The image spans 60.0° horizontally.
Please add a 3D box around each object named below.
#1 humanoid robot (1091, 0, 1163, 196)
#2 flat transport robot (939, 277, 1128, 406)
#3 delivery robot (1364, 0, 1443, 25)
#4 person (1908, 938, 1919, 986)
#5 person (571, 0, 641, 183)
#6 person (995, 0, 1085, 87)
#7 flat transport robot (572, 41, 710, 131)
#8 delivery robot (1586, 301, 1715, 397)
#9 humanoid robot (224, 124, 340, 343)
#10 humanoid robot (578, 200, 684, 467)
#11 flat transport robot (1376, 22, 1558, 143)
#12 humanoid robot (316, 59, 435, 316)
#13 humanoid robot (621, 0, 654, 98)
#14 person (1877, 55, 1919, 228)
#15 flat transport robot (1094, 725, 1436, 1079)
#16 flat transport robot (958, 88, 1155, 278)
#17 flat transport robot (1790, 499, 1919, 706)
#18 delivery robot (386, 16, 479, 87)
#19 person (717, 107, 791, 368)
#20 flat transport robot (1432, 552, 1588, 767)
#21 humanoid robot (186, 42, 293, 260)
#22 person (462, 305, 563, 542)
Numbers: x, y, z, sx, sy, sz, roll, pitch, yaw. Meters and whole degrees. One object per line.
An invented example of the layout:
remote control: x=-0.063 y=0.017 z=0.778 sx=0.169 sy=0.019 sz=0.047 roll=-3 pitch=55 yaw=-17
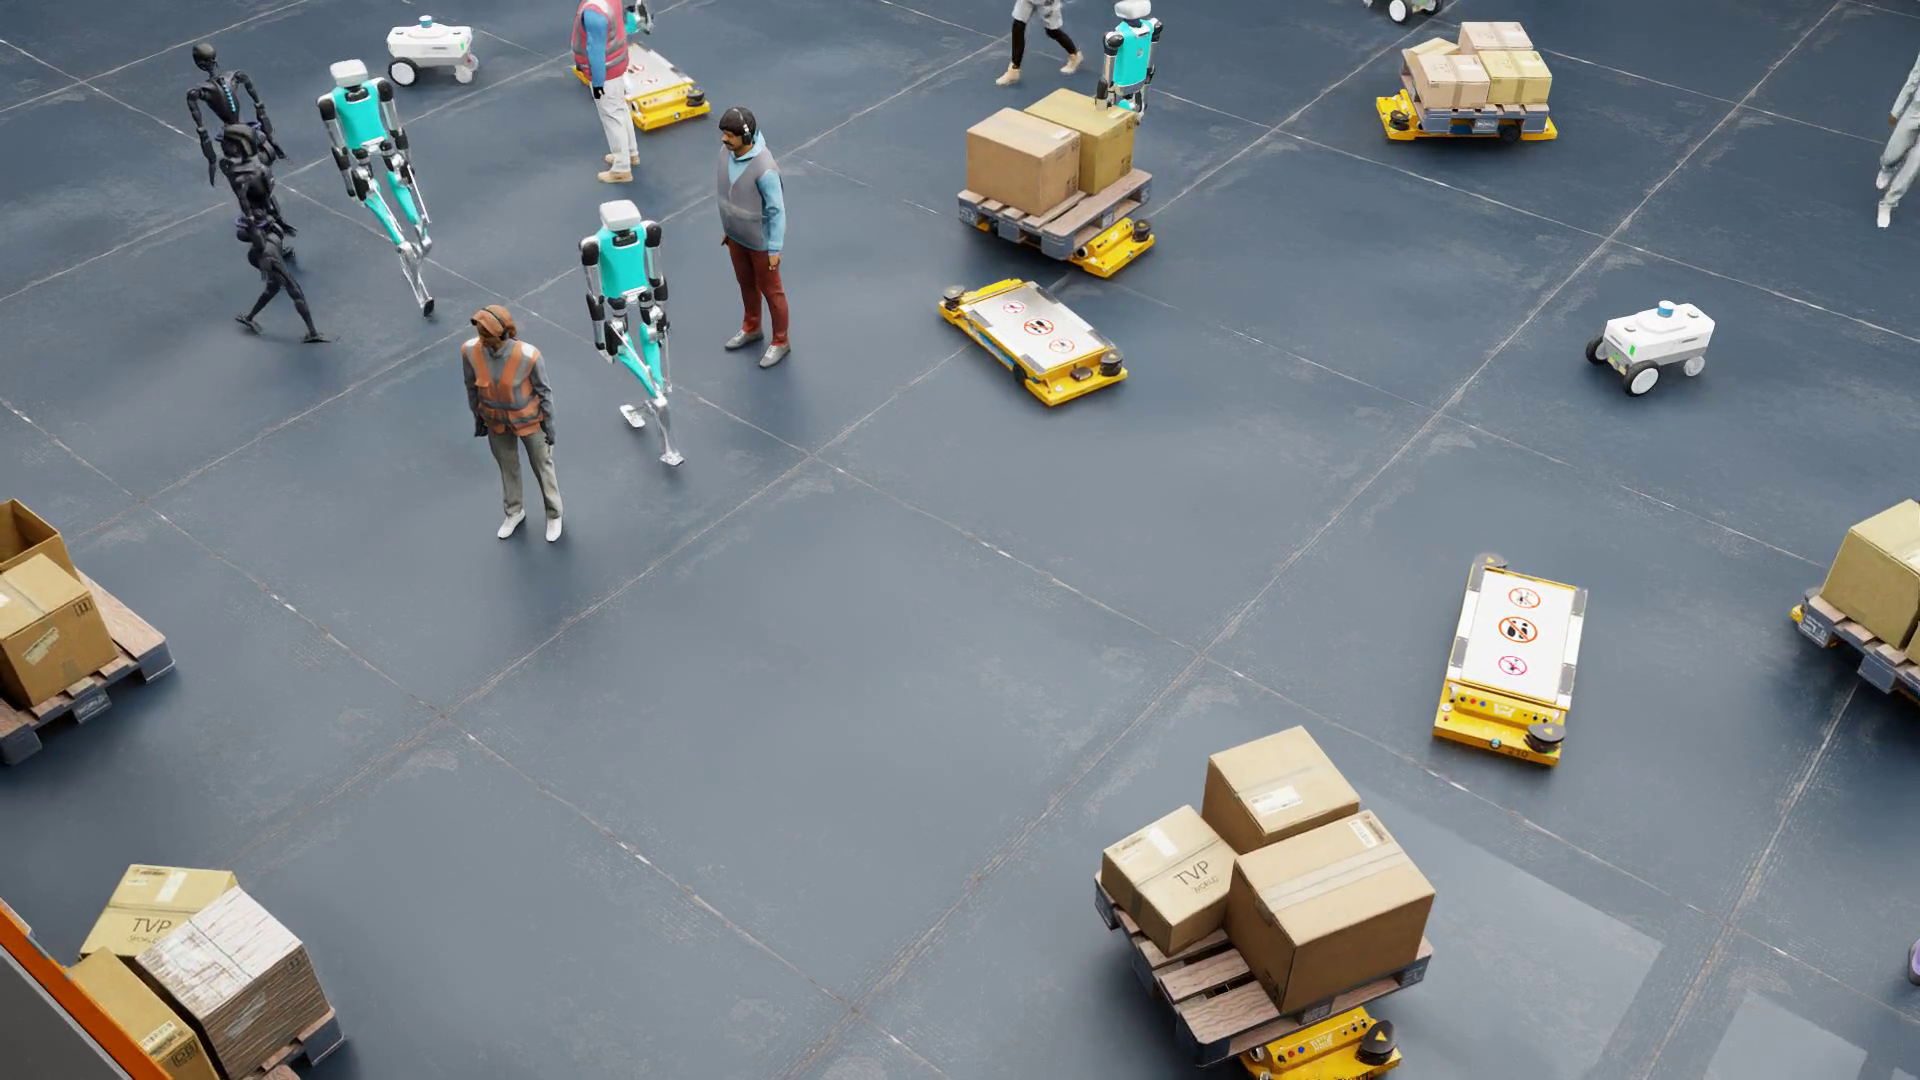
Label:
humanoid robot: x=1.133 y=-3.440 z=12.886 sx=0.533 sy=1.681 sz=0.735 roll=-27 pitch=47 yaw=-28
flat transport robot: x=0.502 y=-1.454 z=11.788 sx=0.659 sy=0.231 sz=1.431 roll=-22 pitch=45 yaw=-24
delivery robot: x=4.310 y=-5.380 z=16.200 sx=0.522 sy=0.613 sz=0.784 roll=-23 pitch=46 yaw=-25
person: x=4.627 y=1.388 z=7.225 sx=0.565 sy=1.850 sz=0.390 roll=30 pitch=49 yaw=31
person: x=-2.859 y=-3.778 z=13.322 sx=0.430 sy=1.833 sz=0.626 roll=0 pitch=40 yaw=0
person: x=0.755 y=-4.858 z=14.722 sx=0.840 sy=1.658 sz=0.529 roll=-22 pitch=45 yaw=-23
flat transport robot: x=-2.871 y=-4.085 z=14.884 sx=0.659 sy=0.231 sz=1.431 roll=-25 pitch=46 yaw=-26
delivery robot: x=4.782 y=-1.374 z=11.457 sx=0.747 sy=0.572 sz=0.499 roll=-13 pitch=42 yaw=-15
humanoid robot: x=-4.844 y=-2.115 z=11.533 sx=0.751 sy=1.644 sz=0.611 roll=-4 pitch=41 yaw=-4
humanoid robot: x=-1.943 y=-1.221 z=10.414 sx=0.549 sy=1.763 sz=1.045 roll=-25 pitch=46 yaw=-27
flat transport robot: x=4.392 y=-3.698 z=14.429 sx=1.431 sy=0.231 sz=0.659 roll=0 pitch=40 yaw=0
humanoid robot: x=-4.040 y=-2.438 z=11.864 sx=0.554 sy=1.852 sz=0.830 roll=-25 pitch=46 yaw=-26
humanoid robot: x=-2.971 y=-4.545 z=14.314 sx=0.570 sy=1.771 sz=0.941 roll=-18 pitch=44 yaw=-20
person: x=7.474 y=-3.290 z=12.831 sx=0.510 sy=1.703 sz=0.612 roll=17 pitch=43 yaw=19
flat transport robot: x=1.381 y=1.952 z=7.781 sx=0.659 sy=0.231 sz=1.431 roll=-16 pitch=43 yaw=-18
flat transport robot: x=0.746 y=-2.478 z=12.994 sx=1.431 sy=0.231 sz=0.659 roll=27 pitch=47 yaw=28
flat transport robot: x=5.457 y=0.681 z=9.276 sx=0.659 sy=0.231 sz=1.431 roll=-20 pitch=44 yaw=-22
delivery robot: x=-4.803 y=-4.453 z=15.091 sx=0.784 sy=0.589 sz=0.499 roll=0 pitch=40 yaw=0
person: x=-1.392 y=-2.058 z=11.256 sx=0.545 sy=1.877 sz=0.409 roll=30 pitch=49 yaw=31
flat transport robot: x=3.105 y=0.638 z=9.328 sx=0.659 sy=0.231 sz=1.431 roll=14 pitch=42 yaw=16
humanoid robot: x=-5.322 y=-2.906 z=12.452 sx=0.727 sy=1.634 sz=0.608 roll=27 pitch=47 yaw=28
person: x=-2.629 y=-0.690 z=9.832 sx=0.513 sy=1.636 sz=0.312 roll=6 pitch=41 yaw=8
